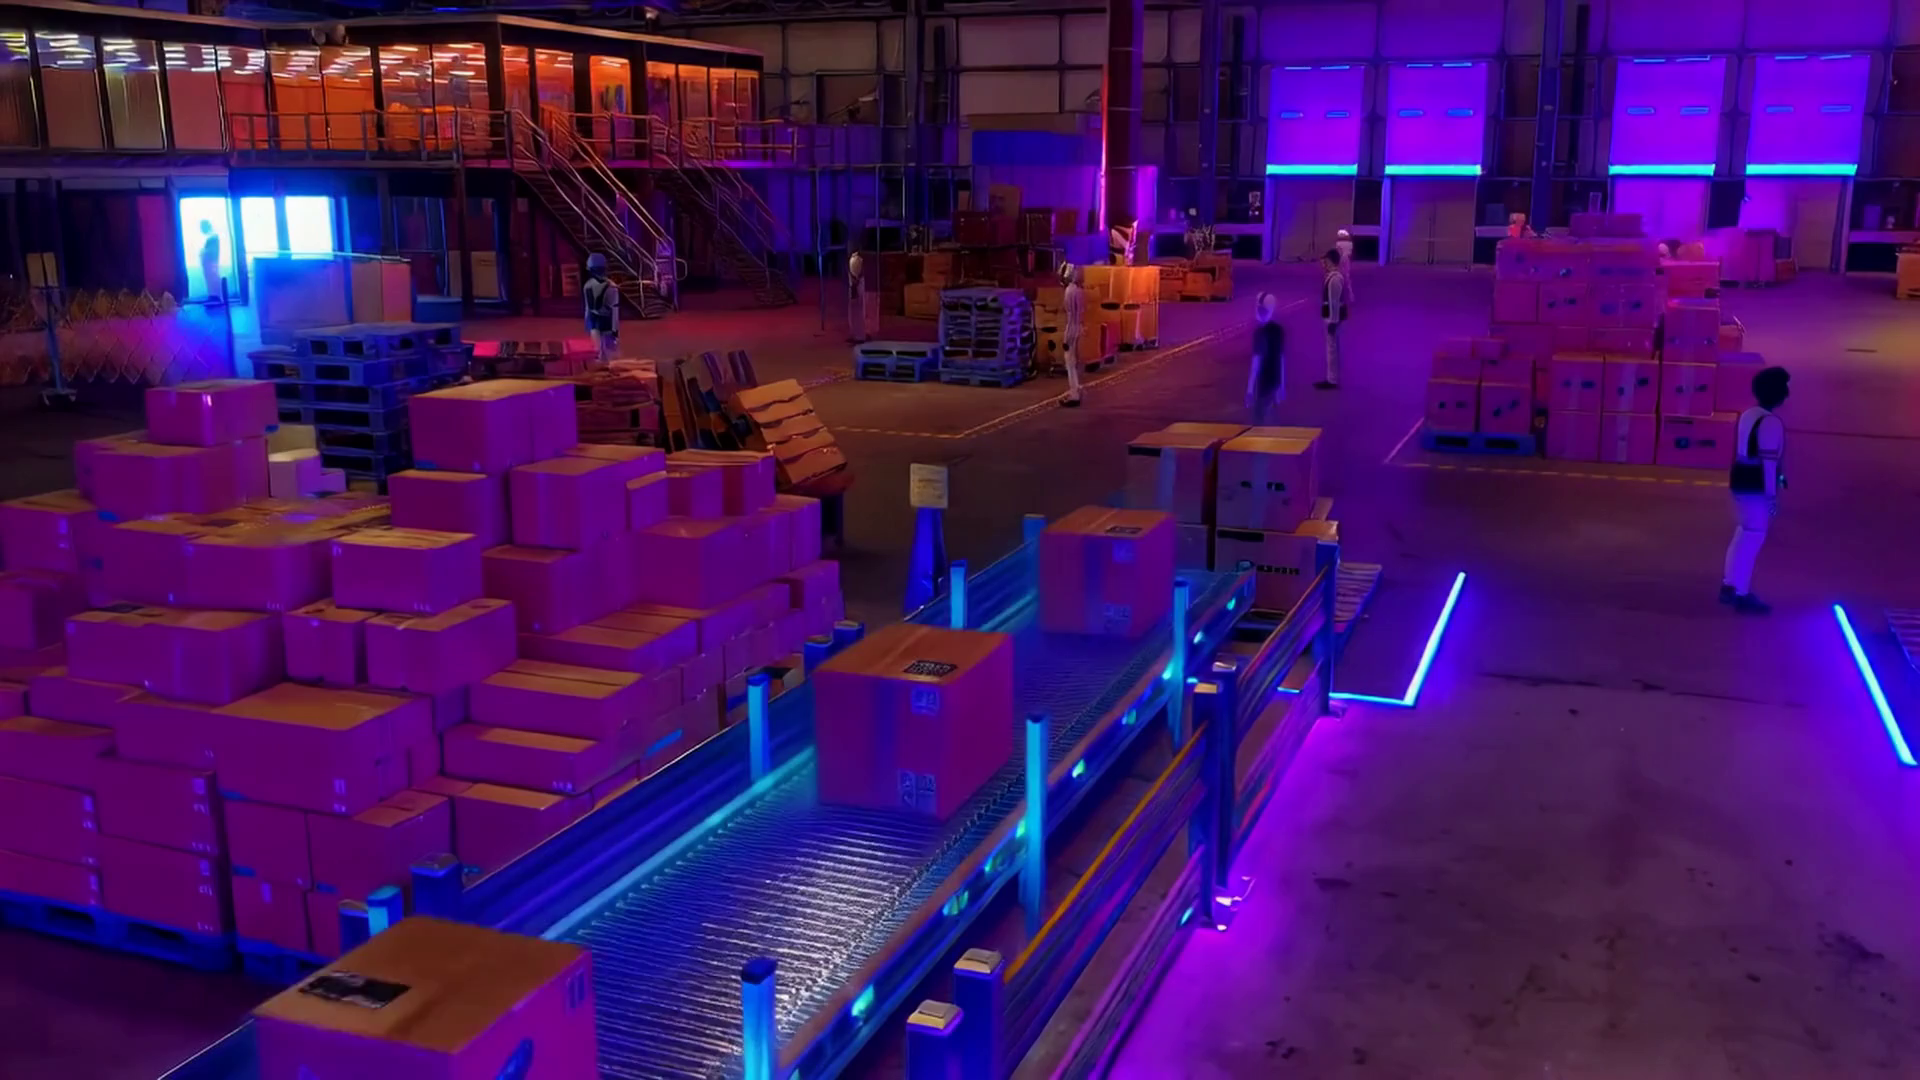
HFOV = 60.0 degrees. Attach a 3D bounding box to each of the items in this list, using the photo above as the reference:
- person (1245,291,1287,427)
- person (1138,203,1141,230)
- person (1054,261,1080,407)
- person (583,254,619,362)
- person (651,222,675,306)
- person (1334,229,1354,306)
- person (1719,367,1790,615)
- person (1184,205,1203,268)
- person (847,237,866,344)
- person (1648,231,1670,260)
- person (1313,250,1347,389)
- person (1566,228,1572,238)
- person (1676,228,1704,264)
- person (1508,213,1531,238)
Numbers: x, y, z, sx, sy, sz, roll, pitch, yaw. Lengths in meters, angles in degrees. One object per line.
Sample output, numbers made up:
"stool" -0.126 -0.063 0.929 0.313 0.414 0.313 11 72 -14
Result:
"person" 3.045 -1.507 16.302 0.864 1.846 0.523 9 15 34
"person" 5.608 -9.813 53.205 0.377 1.995 0.608 -4 13 -18
"person" 1.376 -2.632 21.315 0.328 1.862 0.503 1 13 5
"person" -4.723 -2.787 21.855 0.539 1.930 0.386 5 14 23
"person" -6.438 -5.967 36.209 0.573 1.883 0.356 6 14 26
"person" 8.539 -6.088 37.165 0.496 1.691 0.930 -6 14 -24
"person" 5.466 -0.344 11.428 0.319 1.693 0.537 2 13 7
"person" 7.147 -9.270 50.916 0.593 1.930 0.355 -3 13 -15
"person" -1.808 -4.331 28.953 0.336 1.844 0.508 3 13 12
"person" 13.773 -5.271 33.266 0.641 1.792 0.943 -1 13 -3
"person" 5.153 -3.044 23.015 0.392 1.920 0.591 1 13 6
"person" 16.030 -7.493 43.147 0.624 1.844 0.430 11 17 42
"person" 13.786 -4.950 31.580 0.827 1.920 0.637 -3 13 -13
"person" 13.913 -7.141 41.369 0.623 1.937 0.421 12 17 43
